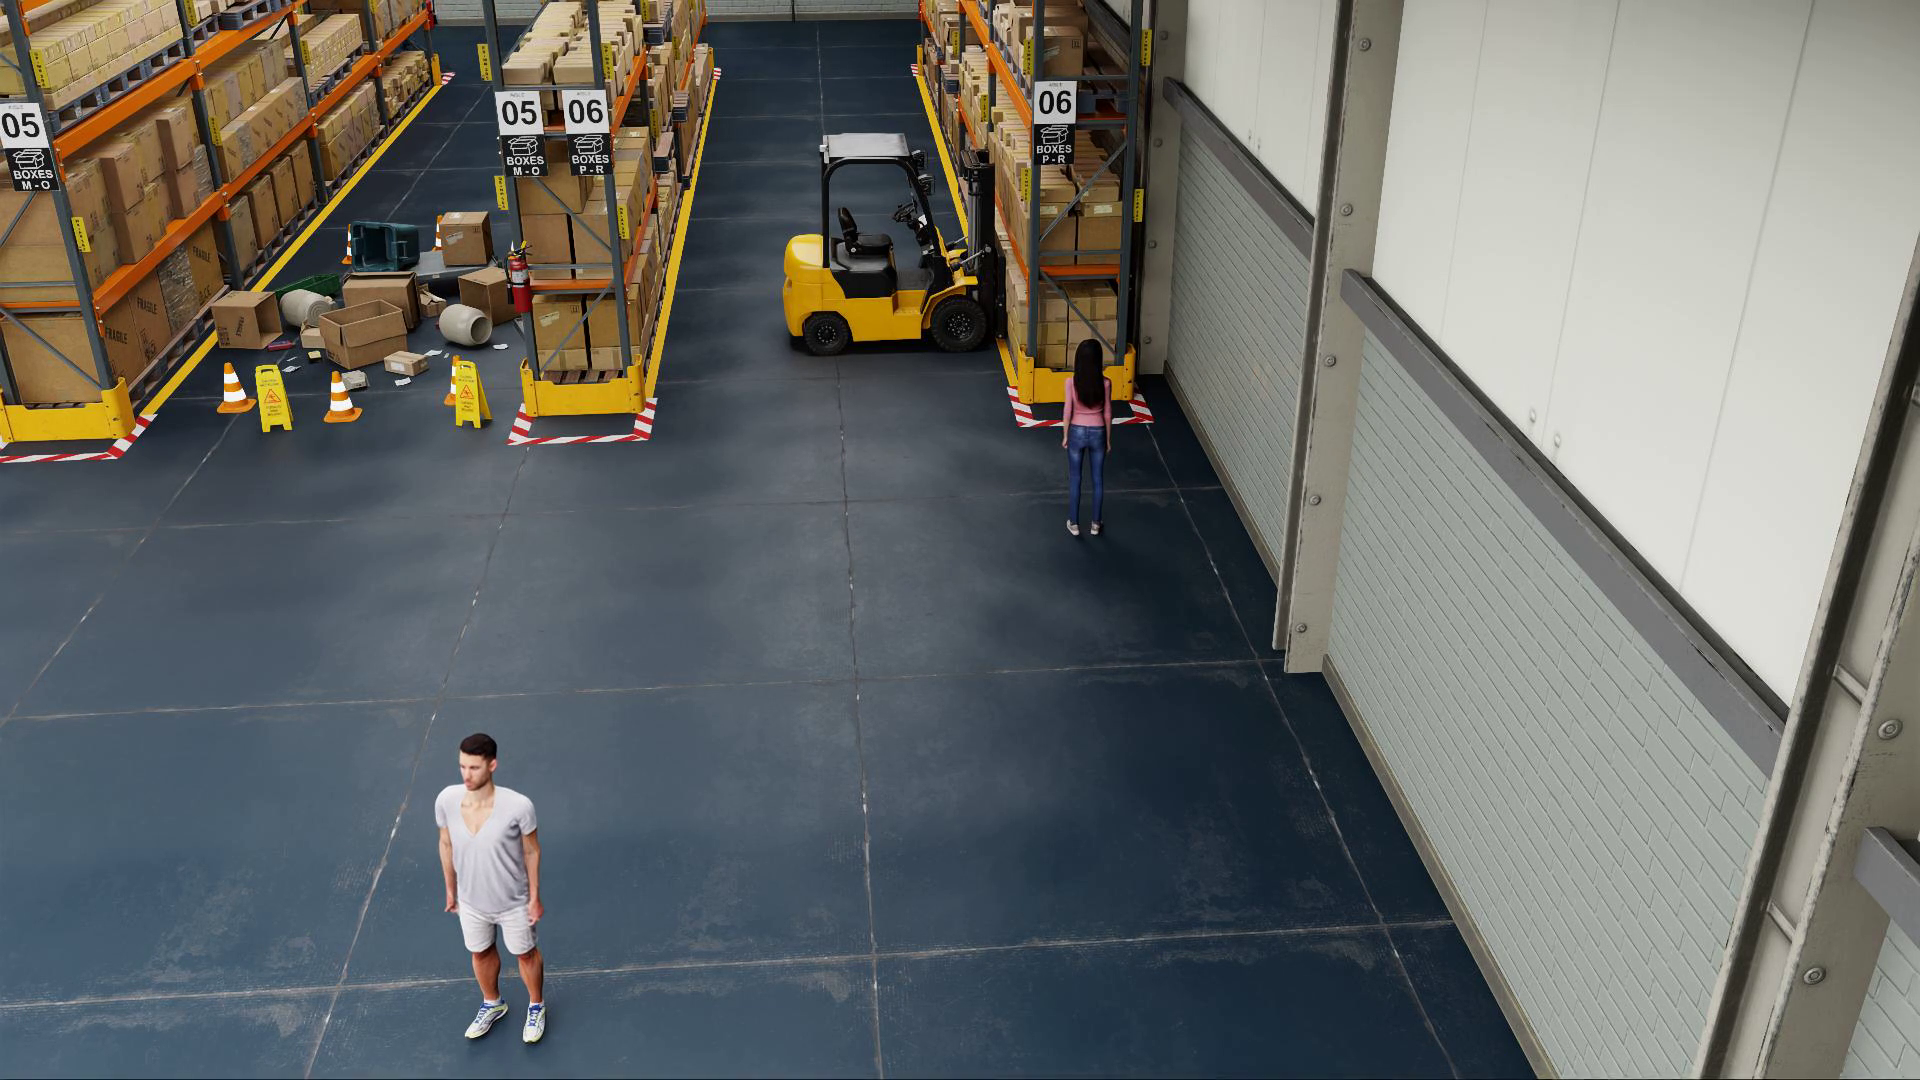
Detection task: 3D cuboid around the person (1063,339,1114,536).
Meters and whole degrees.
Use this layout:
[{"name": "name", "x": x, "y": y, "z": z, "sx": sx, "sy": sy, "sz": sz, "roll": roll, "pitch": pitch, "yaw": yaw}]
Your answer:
[{"name": "person", "x": 1.065, "y": -0.867, "z": 13.969, "sx": 0.583, "sy": 1.742, "sz": 0.541, "roll": 1, "pitch": 27, "yaw": 1}]

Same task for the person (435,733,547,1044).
[{"name": "person", "x": -2.418, "y": 1.801, "z": 8.664, "sx": 0.728, "sy": 1.855, "sz": 0.652, "roll": 4, "pitch": 27, "yaw": 7}]
